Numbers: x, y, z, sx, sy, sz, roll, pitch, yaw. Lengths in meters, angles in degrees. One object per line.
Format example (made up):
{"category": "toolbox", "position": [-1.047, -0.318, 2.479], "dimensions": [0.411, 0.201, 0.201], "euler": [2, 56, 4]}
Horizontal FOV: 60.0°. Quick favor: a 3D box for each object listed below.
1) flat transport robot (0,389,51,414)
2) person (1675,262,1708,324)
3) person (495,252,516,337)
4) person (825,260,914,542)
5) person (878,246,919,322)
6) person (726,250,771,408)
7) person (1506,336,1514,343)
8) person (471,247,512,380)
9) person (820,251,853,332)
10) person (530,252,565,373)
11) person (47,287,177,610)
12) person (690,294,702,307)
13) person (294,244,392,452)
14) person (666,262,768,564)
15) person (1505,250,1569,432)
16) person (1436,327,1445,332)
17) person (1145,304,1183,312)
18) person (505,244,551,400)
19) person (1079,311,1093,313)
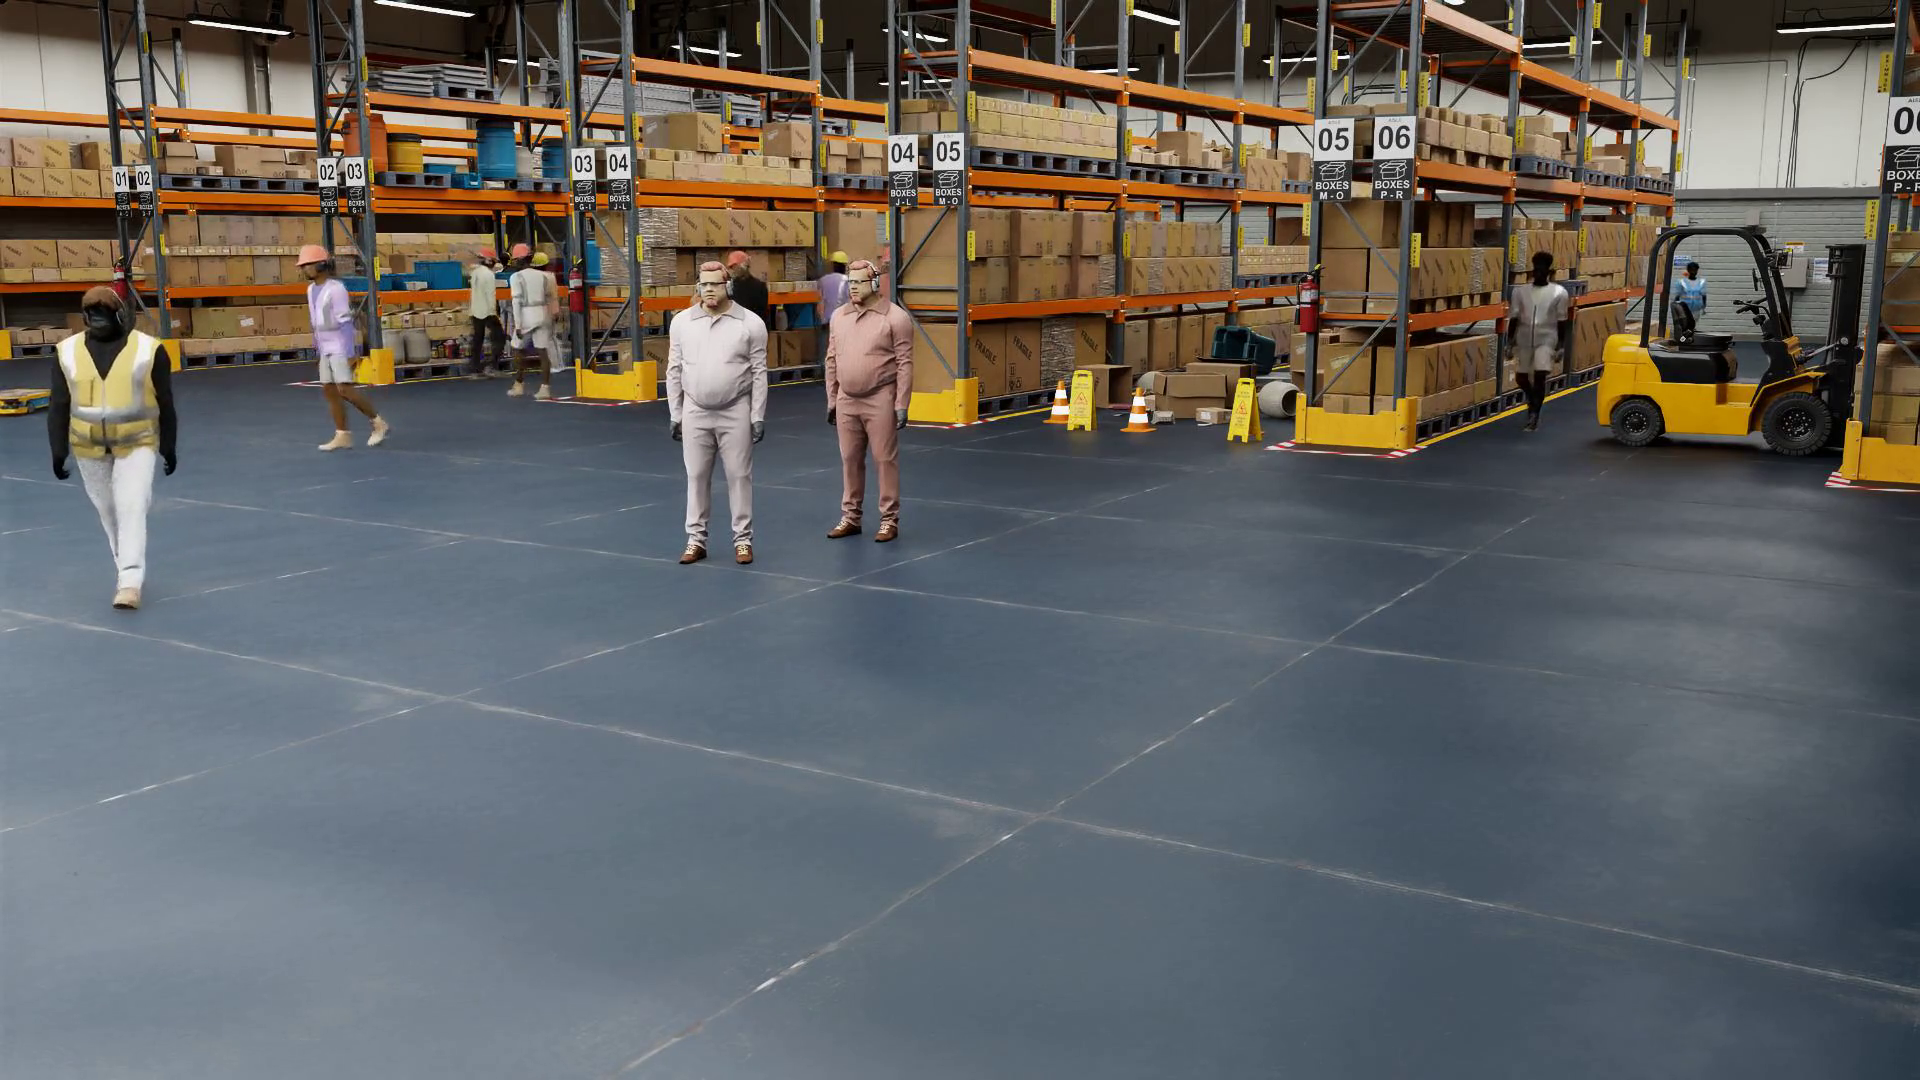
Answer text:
{"category": "flat transport robot", "position": [-11.375, -1.673, 20.016], "dimensions": [0.652, 0.197, 1.431], "euler": [-1, 10, -4]}
{"category": "person", "position": [13.306, -4.198, 30.235], "dimensions": [0.540, 1.662, 0.796], "euler": [1, 10, 8]}
{"category": "person", "position": [-7.727, -3.974, 28.453], "dimensions": [0.538, 1.860, 0.312], "euler": [5, 11, 26]}
{"category": "person", "position": [-0.642, -0.936, 11.307], "dimensions": [0.650, 1.906, 0.401], "euler": [5, 11, 26]}
{"category": "person", "position": [-0.831, -2.618, 20.532], "dimensions": [0.628, 1.988, 0.428], "euler": [4, 11, 20]}
{"category": "person", "position": [-2.582, -2.530, 20.143], "dimensions": [0.635, 1.948, 0.754], "euler": [4, 11, 20]}
{"category": "person", "position": [11.077, -4.785, 32.490], "dimensions": [0.974, 2.000, 0.709], "euler": [3, 11, 17]}
{"category": "person", "position": [-7.013, -3.371, 24.770], "dimensions": [0.649, 1.958, 0.698], "euler": [9, 14, 42]}
{"category": "person", "position": [-1.767, -3.215, 24.065], "dimensions": [0.587, 1.915, 0.445], "euler": [6, 12, 31]}
{"category": "person", "position": [-6.454, -3.541, 25.977], "dimensions": [0.372, 1.888, 0.702], "euler": [1, 10, 4]}
{"category": "person", "position": [-4.800, -0.531, 9.418], "dimensions": [0.633, 1.787, 1.012], "euler": [-2, 10, -11]}
{"category": "person", "position": [-3.122, -2.525, 20.793], "dimensions": [0.532, 1.698, 0.319], "euler": [5, 11, 27]}
{"category": "person", "position": [-6.044, -1.857, 16.183], "dimensions": [0.632, 2.016, 0.714], "euler": [10, 14, 43]}
{"category": "person", "position": [-1.536, -0.793, 10.508], "dimensions": [0.641, 1.908, 0.407], "euler": [0, 10, 1]}
{"category": "person", "position": [6.281, -2.167, 18.088], "dimensions": [0.618, 1.950, 0.731], "euler": [6, 12, 32]}
{"category": "person", "position": [9.563, -4.943, 33.841], "dimensions": [0.975, 1.886, 0.628], "euler": [8, 13, 38]}
{"category": "person", "position": [3.805, -4.329, 30.597], "dimensions": [0.664, 1.805, 0.853], "euler": [6, 12, 30]}
{"category": "person", "position": [-5.631, -2.825, 21.599], "dimensions": [0.892, 2.002, 0.632], "euler": [9, 14, 41]}
{"category": "person", "position": [1.983, -3.963, 28.338], "dimensions": [0.558, 1.892, 1.019], "euler": [6, 12, 30]}
